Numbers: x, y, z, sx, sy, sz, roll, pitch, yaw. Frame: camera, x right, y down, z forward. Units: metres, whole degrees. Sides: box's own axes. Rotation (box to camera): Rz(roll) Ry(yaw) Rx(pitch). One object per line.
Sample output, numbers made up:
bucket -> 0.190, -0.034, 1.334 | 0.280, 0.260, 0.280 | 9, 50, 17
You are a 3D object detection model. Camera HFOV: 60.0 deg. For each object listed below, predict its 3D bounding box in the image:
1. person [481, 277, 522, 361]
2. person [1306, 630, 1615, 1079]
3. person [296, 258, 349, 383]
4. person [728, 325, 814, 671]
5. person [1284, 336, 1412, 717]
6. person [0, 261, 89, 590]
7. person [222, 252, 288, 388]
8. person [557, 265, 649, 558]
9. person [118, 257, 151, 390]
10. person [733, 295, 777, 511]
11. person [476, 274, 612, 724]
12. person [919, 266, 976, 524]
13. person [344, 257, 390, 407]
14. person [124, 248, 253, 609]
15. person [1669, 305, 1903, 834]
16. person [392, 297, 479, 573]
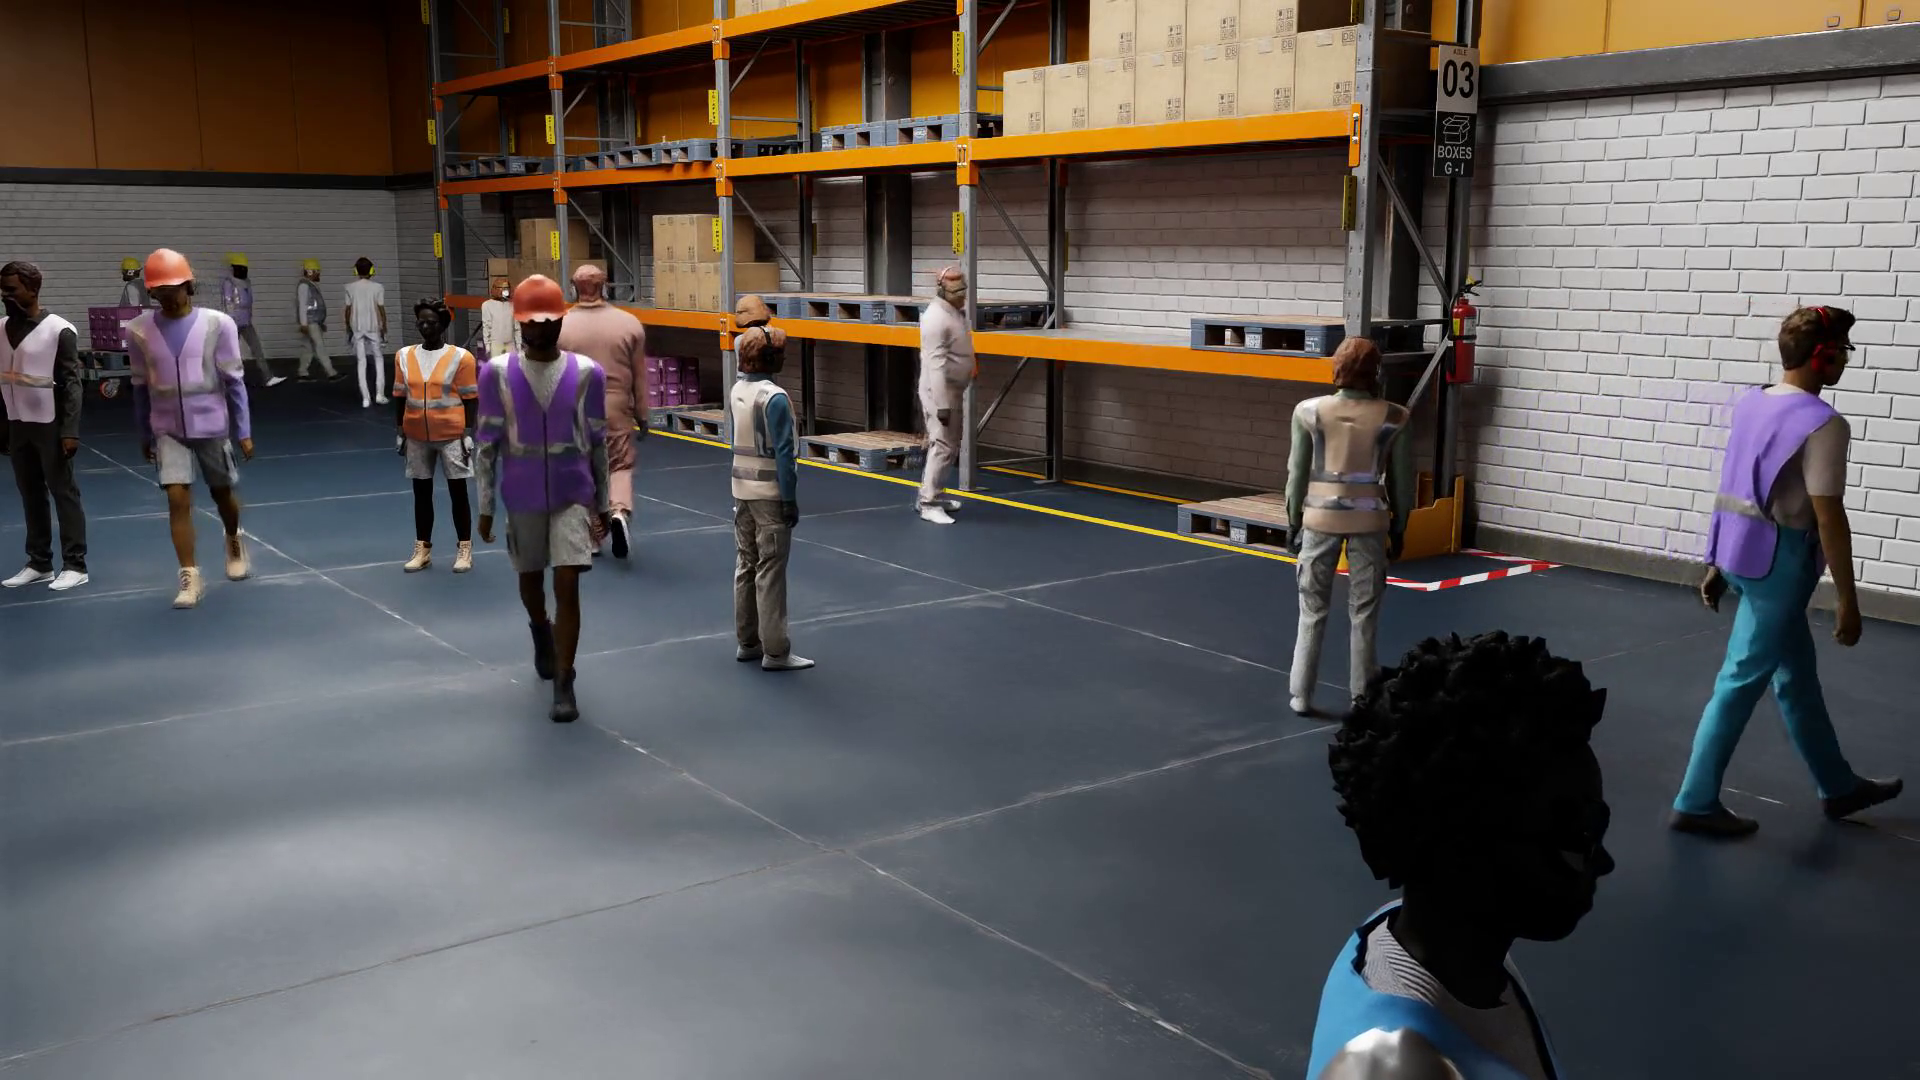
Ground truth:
person -> -5.394, -2.279, 19.618 | 0.496, 1.629, 0.277 | -10, 14, -43
person -> 0.429, 0.912, 1.544 | 0.318, 1.696, 0.537 | 3, 11, 15
person -> -9.319, -3.176, 24.149 | 0.763, 1.795, 0.619 | -2, 10, -10
person -> -0.928, -0.197, 7.915 | 0.308, 1.640, 0.511 | -7, 12, -35
person -> 1.635, -0.040, 7.054 | 0.521, 1.639, 0.314 | 3, 10, 14
person -> -5.405, -0.666, 9.772 | 0.591, 1.916, 0.392 | 3, 11, 17
person -> -9.833, -3.006, 22.939 | 0.964, 1.881, 0.614 | 2, 10, 11
person -> -2.304, -0.798, 10.584 | 0.654, 1.890, 0.712 | -2, 10, -13
person -> -11.452, -3.007, 23.106 | 0.404, 1.837, 0.590 | -2, 10, -12
person -> -1.548, -1.024, 12.565 | 0.267, 1.631, 0.509 | 5, 11, 27
person -> -1.831, -0.217, 7.337 | 0.566, 1.904, 0.910 | -2, 10, -13
person -> -0.112, -1.043, 12.040 | 0.475, 1.865, 0.725 | 2, 10, 13
person -> -7.416, -2.596, 20.773 | 0.543, 1.842, 0.699 | -2, 10, -10
person -> -4.375, -0.662, 9.522 | 0.638, 2.005, 0.969 | -2, 10, -12
person -> 2.885, 0.126, 5.613 | 0.919, 1.806, 0.602 | 0, 10, 2
person -> -3.223, -0.641, 10.234 | 0.534, 1.700, 0.318 | 1, 10, 3
